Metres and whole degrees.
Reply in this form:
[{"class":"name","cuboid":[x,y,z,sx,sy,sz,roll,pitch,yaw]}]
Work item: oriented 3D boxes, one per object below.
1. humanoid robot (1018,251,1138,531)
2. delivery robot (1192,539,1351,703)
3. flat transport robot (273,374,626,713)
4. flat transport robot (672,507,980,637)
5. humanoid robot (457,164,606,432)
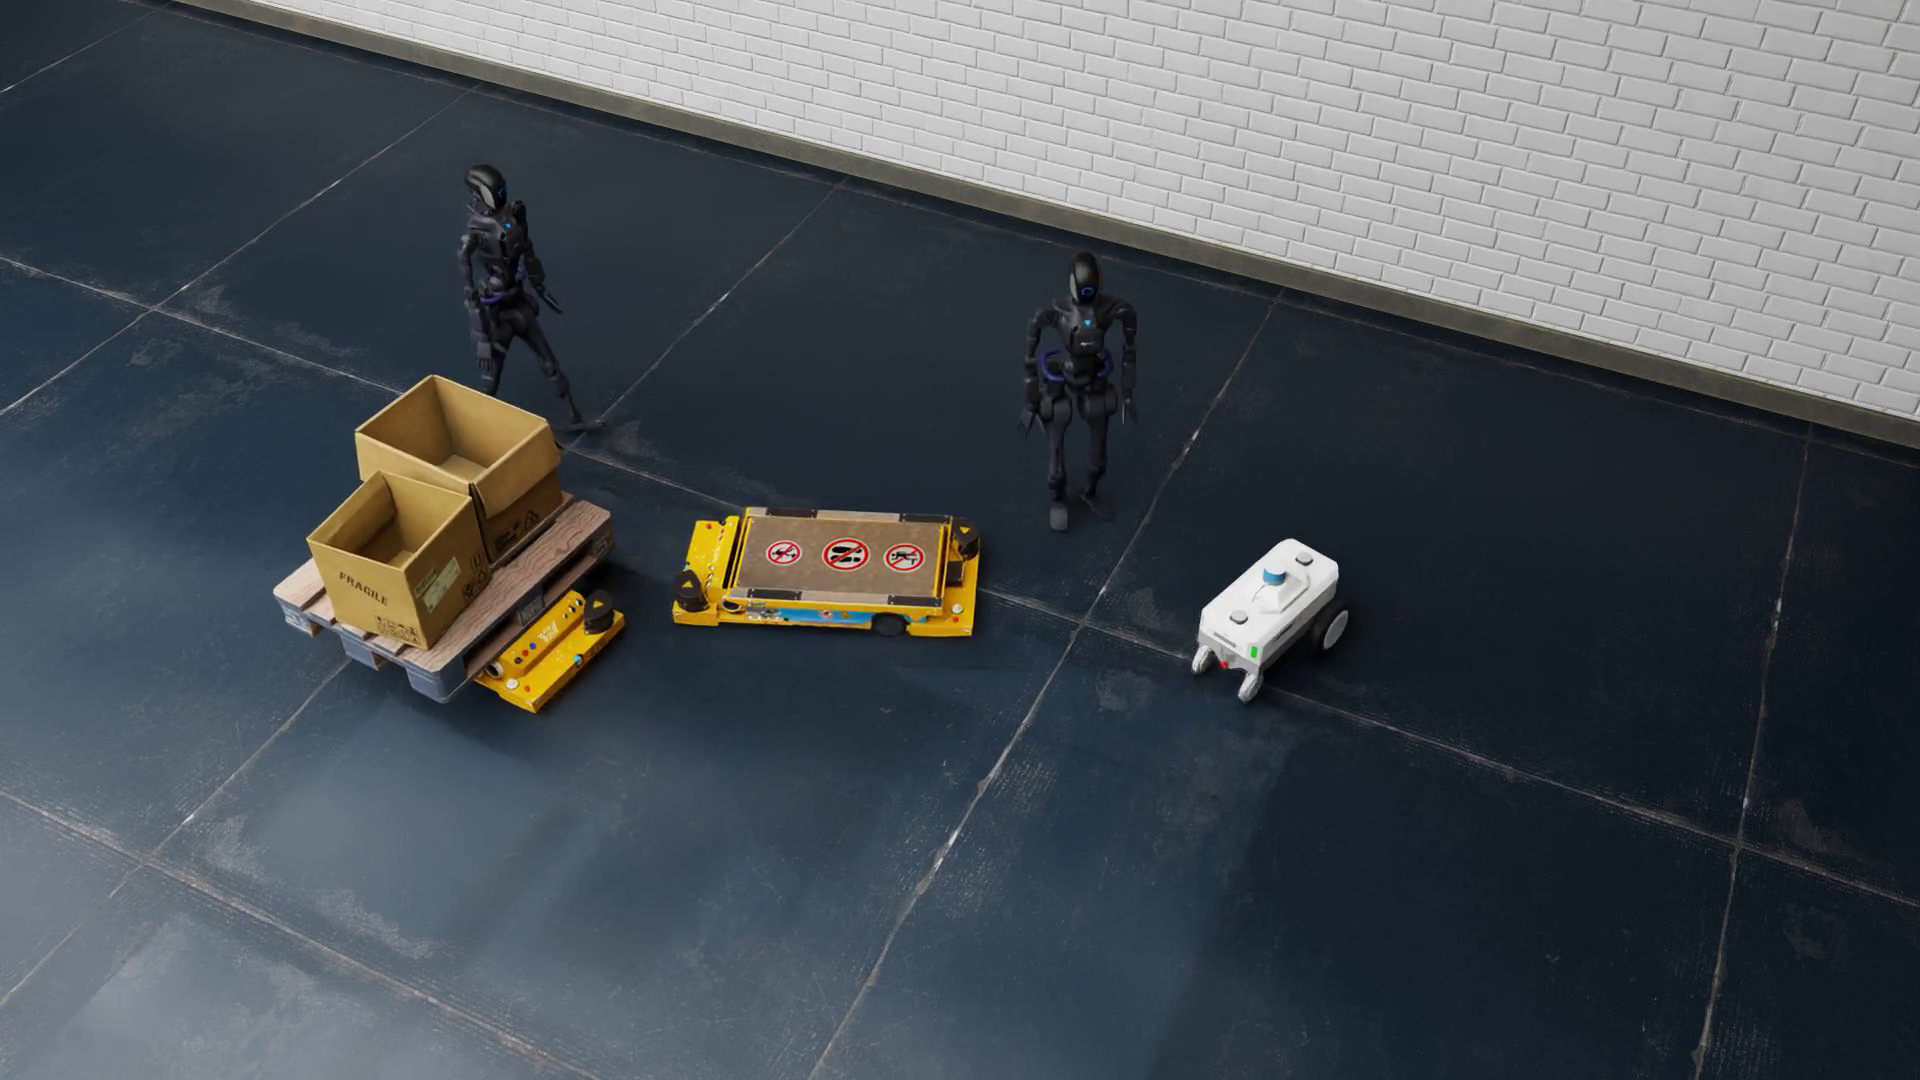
[{"class":"humanoid robot","cuboid":[0.572,-0.712,7.989,0.590,1.643,0.367,-7,43,-8]},{"class":"delivery robot","cuboid":[1.441,0.324,7.700,0.499,0.601,0.775,32,52,30]},{"class":"flat transport robot","cuboid":[-2.367,0.291,7.941,1.431,0.231,0.659,22,47,22]},{"class":"flat transport robot","cuboid":[-0.632,0.153,8.091,1.431,0.231,0.659,3,43,3]},{"class":"humanoid robot","cuboid":[-2.312,-1.187,8.529,0.769,1.625,0.600,16,45,17]}]
